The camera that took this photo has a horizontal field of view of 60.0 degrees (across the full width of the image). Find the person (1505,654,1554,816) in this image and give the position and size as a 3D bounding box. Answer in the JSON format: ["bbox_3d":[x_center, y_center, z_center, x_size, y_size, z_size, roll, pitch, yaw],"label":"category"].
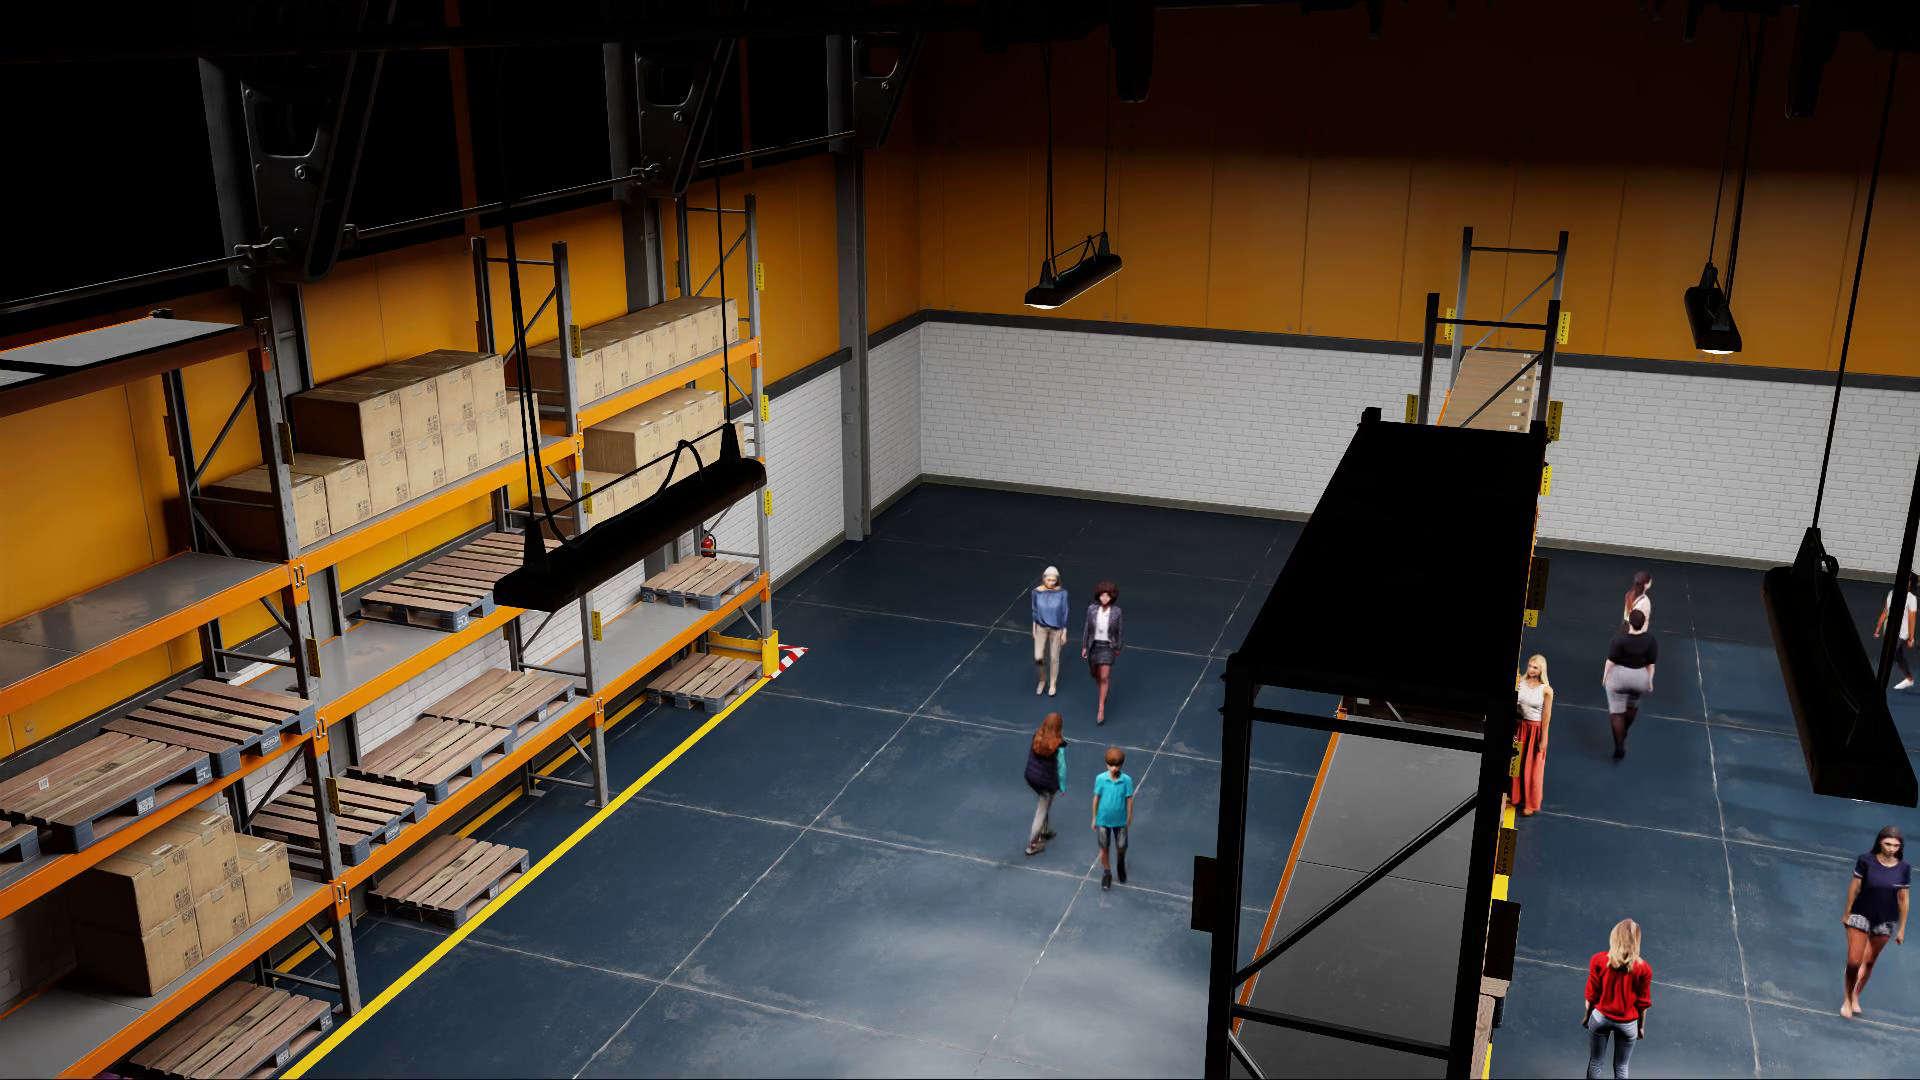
[{"bbox_3d":[5.964,2.016,17.406,0.770,1.797,0.731,-15,24,-38],"label":"person"}]

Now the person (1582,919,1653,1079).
[{"bbox_3d":[4.979,3.661,12.670,0.627,1.703,0.505,8,20,21],"label":"person"}]

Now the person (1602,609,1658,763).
[{"bbox_3d":[7.482,1.651,18.606,0.817,1.724,1.065,2,19,6],"label":"person"}]

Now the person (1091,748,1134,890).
[{"bbox_3d":[1.473,2.652,16.077,0.563,1.441,0.598,3,19,9],"label":"person"}]

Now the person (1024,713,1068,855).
[{"bbox_3d":[0.791,2.447,16.641,0.821,1.468,0.741,-16,24,-39],"label":"person"}]

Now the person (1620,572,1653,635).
[{"bbox_3d":[8.086,1.175,20.150,0.822,1.641,0.766,-7,20,-21],"label":"person"}]

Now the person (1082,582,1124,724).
[{"bbox_3d":[1.692,1.286,19.778,0.628,1.667,1.016,6,19,17],"label":"person"}]

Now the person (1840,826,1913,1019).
[{"bbox_3d":[7.698,3.171,14.049,0.600,1.752,0.607,6,20,18],"label":"person"}]

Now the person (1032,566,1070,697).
[{"bbox_3d":[1.114,1.081,20.357,0.657,1.686,0.637,3,19,10],"label":"person"}]

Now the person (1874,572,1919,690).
[{"bbox_3d":[11.484,1.154,20.281,1.024,1.596,1.135,-3,19,-10],"label":"person"}]
